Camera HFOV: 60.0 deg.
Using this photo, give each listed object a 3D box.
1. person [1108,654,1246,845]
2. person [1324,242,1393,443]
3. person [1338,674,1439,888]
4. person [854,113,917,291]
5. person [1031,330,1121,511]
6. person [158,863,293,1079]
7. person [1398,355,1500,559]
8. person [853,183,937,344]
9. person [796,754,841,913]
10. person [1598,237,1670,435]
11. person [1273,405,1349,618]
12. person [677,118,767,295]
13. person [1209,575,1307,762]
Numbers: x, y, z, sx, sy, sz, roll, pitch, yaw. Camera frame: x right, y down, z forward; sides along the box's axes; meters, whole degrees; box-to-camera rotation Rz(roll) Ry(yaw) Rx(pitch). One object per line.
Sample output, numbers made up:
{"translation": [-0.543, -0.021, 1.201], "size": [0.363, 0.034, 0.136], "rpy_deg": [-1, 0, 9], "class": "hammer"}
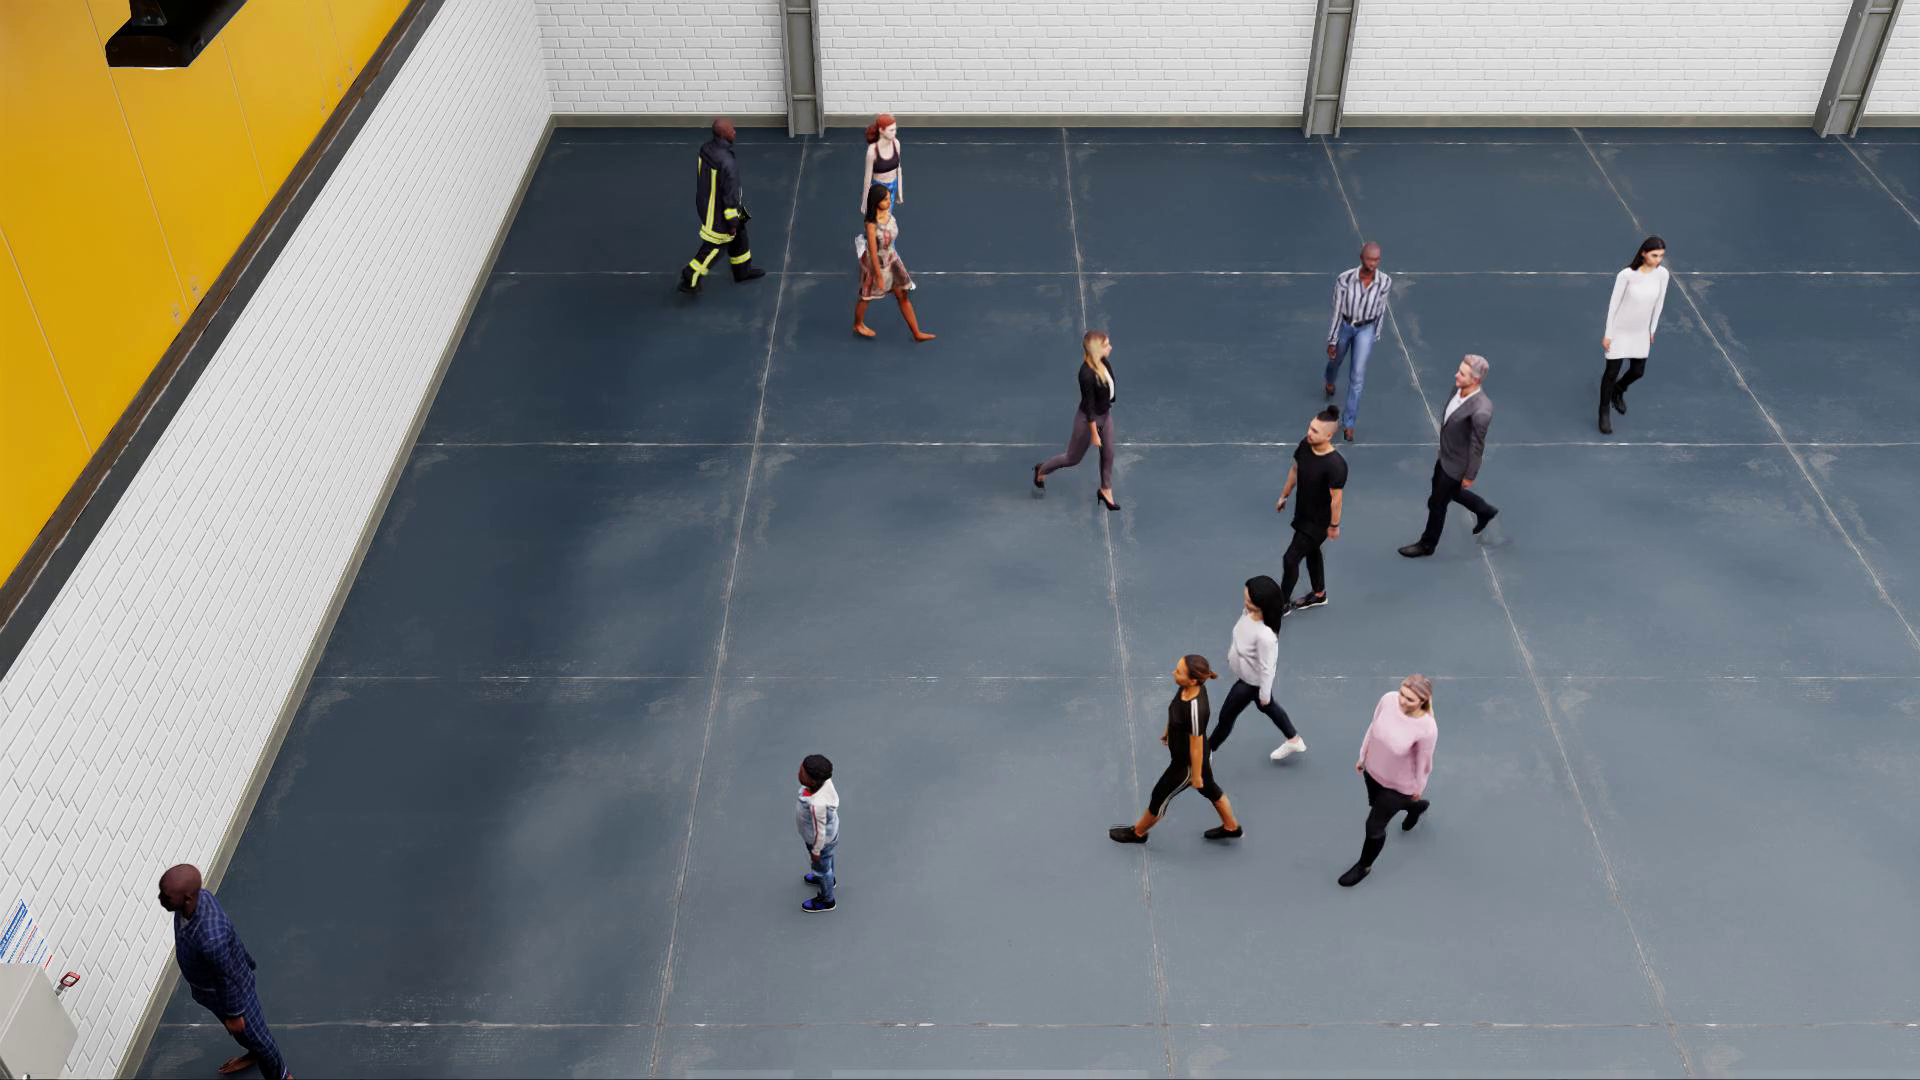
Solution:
{"translation": [1.523, 1.365, 10.456], "size": [1.130, 1.624, 0.670], "rpy_deg": [4, 39, 5], "class": "person"}
{"translation": [3.351, -1.795, 14.308], "size": [1.073, 1.755, 0.767], "rpy_deg": [4, 39, 5], "class": "person"}
{"translation": [2.744, 1.420, 10.354], "size": [1.123, 1.664, 0.936], "rpy_deg": [-21, 43, -24], "class": "person"}
{"translation": [-0.815, -3.363, 16.275], "size": [1.149, 1.750, 1.207], "rpy_deg": [-30, 48, -32], "class": "person"}
{"translation": [0.956, -0.942, 13.328], "size": [1.100, 1.645, 0.878], "rpy_deg": [17, 42, 20], "class": "person"}
{"translation": [-4.000, 2.382, 9.025], "size": [0.812, 1.820, 0.763], "rpy_deg": [-29, 47, -31], "class": "person"}
{"translation": [3.894, -0.629, 12.801], "size": [1.045, 1.814, 0.774], "rpy_deg": [-3, 39, -4], "class": "person"}
{"translation": [-0.822, -2.533, 15.356], "size": [1.198, 1.600, 0.967], "rpy_deg": [17, 42, 20], "class": "person"}
{"translation": [-0.862, 1.780, 10.227], "size": [0.482, 1.261, 0.473], "rpy_deg": [0, 39, 1], "class": "person"}
{"translation": [5.728, -1.813, 14.293], "size": [0.650, 1.801, 0.672], "rpy_deg": [0, 39, 0], "class": "person"}
{"translation": [2.678, -0.214, 12.261], "size": [0.955, 1.839, 0.828], "rpy_deg": [-10, 40, -12], "class": "person"}
{"translation": [-2.401, -3.168, 16.006], "size": [1.319, 1.781, 1.106], "rpy_deg": [-20, 43, -24], "class": "person"}
{"translation": [2.038, 0.889, 11.025], "size": [1.098, 1.657, 0.613], "rpy_deg": [-1, 39, -1], "class": "person"}
